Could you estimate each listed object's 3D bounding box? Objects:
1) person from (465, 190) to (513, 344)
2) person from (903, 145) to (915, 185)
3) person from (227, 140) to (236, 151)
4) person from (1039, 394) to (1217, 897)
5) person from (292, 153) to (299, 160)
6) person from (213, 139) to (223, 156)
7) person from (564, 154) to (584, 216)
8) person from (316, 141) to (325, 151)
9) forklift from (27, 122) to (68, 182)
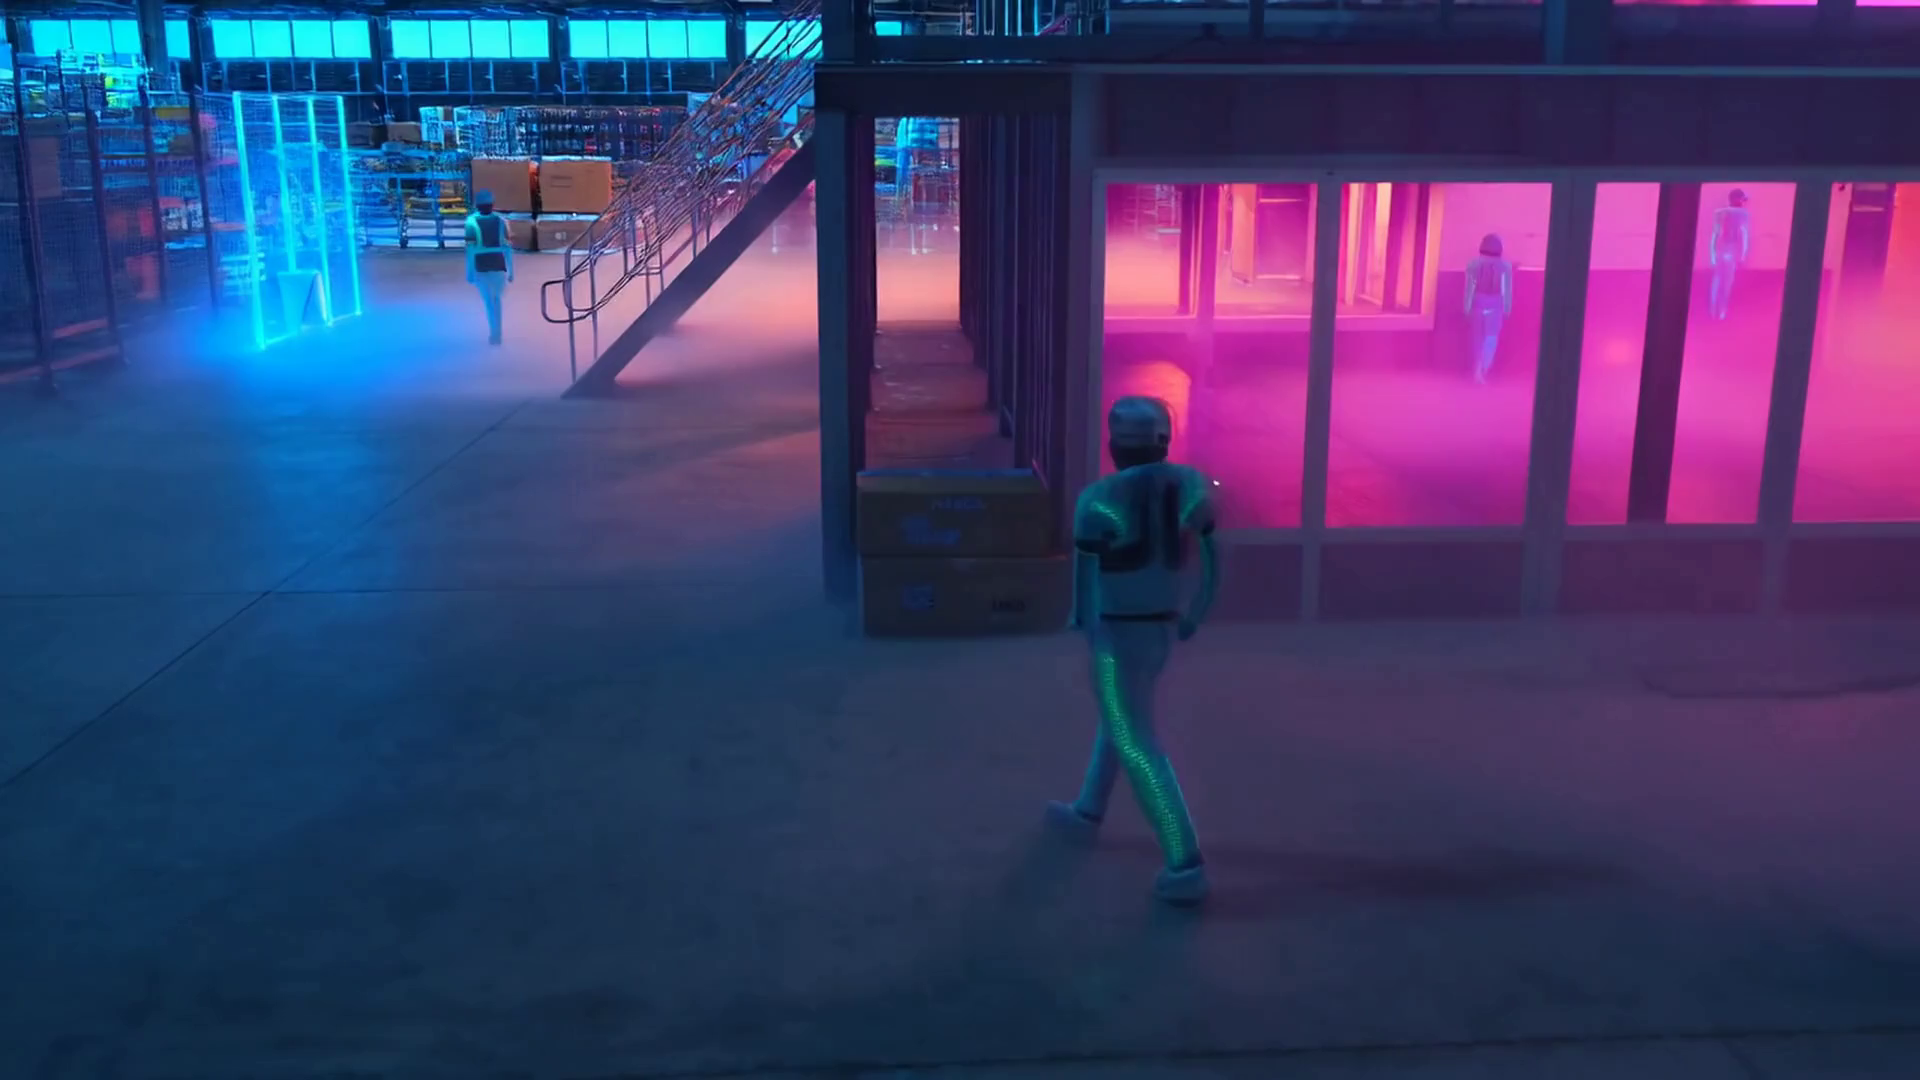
[{"bbox_3d":[-6.029,-3.478,21.209,0.550,1.905,0.901,-9,17,-33],"label":"person"},{"bbox_3d":[-2.298,-16.988,75.354,0.588,1.835,0.403,2,14,9],"label":"person"},{"bbox_3d":[-37.631,-19.747,86.226,0.545,1.916,0.617,-13,19,-43],"label":"person"},{"bbox_3d":[0.646,0.365,6.081,0.631,1.802,0.940,-13,19,-41],"label":"person"},{"bbox_3d":[-22.760,-12.420,57.242,0.544,1.752,0.443,2,14,7],"label":"person"},{"bbox_3d":[-38.281,-19.692,85.834,0.382,1.995,0.612,7,16,27],"label":"person"},{"bbox_3d":[-9.478,-8.442,40.809,0.411,2.023,0.614,10,17,35],"label":"person"},{"bbox_3d":[-35.962,-21.528,93.529,0.644,1.832,0.431,5,15,19],"label":"person"},{"bbox_3d":[-35.376,-14.773,64.377,1.129,2.768,1.873,-1,14,-2],"label":"forklift"}]
